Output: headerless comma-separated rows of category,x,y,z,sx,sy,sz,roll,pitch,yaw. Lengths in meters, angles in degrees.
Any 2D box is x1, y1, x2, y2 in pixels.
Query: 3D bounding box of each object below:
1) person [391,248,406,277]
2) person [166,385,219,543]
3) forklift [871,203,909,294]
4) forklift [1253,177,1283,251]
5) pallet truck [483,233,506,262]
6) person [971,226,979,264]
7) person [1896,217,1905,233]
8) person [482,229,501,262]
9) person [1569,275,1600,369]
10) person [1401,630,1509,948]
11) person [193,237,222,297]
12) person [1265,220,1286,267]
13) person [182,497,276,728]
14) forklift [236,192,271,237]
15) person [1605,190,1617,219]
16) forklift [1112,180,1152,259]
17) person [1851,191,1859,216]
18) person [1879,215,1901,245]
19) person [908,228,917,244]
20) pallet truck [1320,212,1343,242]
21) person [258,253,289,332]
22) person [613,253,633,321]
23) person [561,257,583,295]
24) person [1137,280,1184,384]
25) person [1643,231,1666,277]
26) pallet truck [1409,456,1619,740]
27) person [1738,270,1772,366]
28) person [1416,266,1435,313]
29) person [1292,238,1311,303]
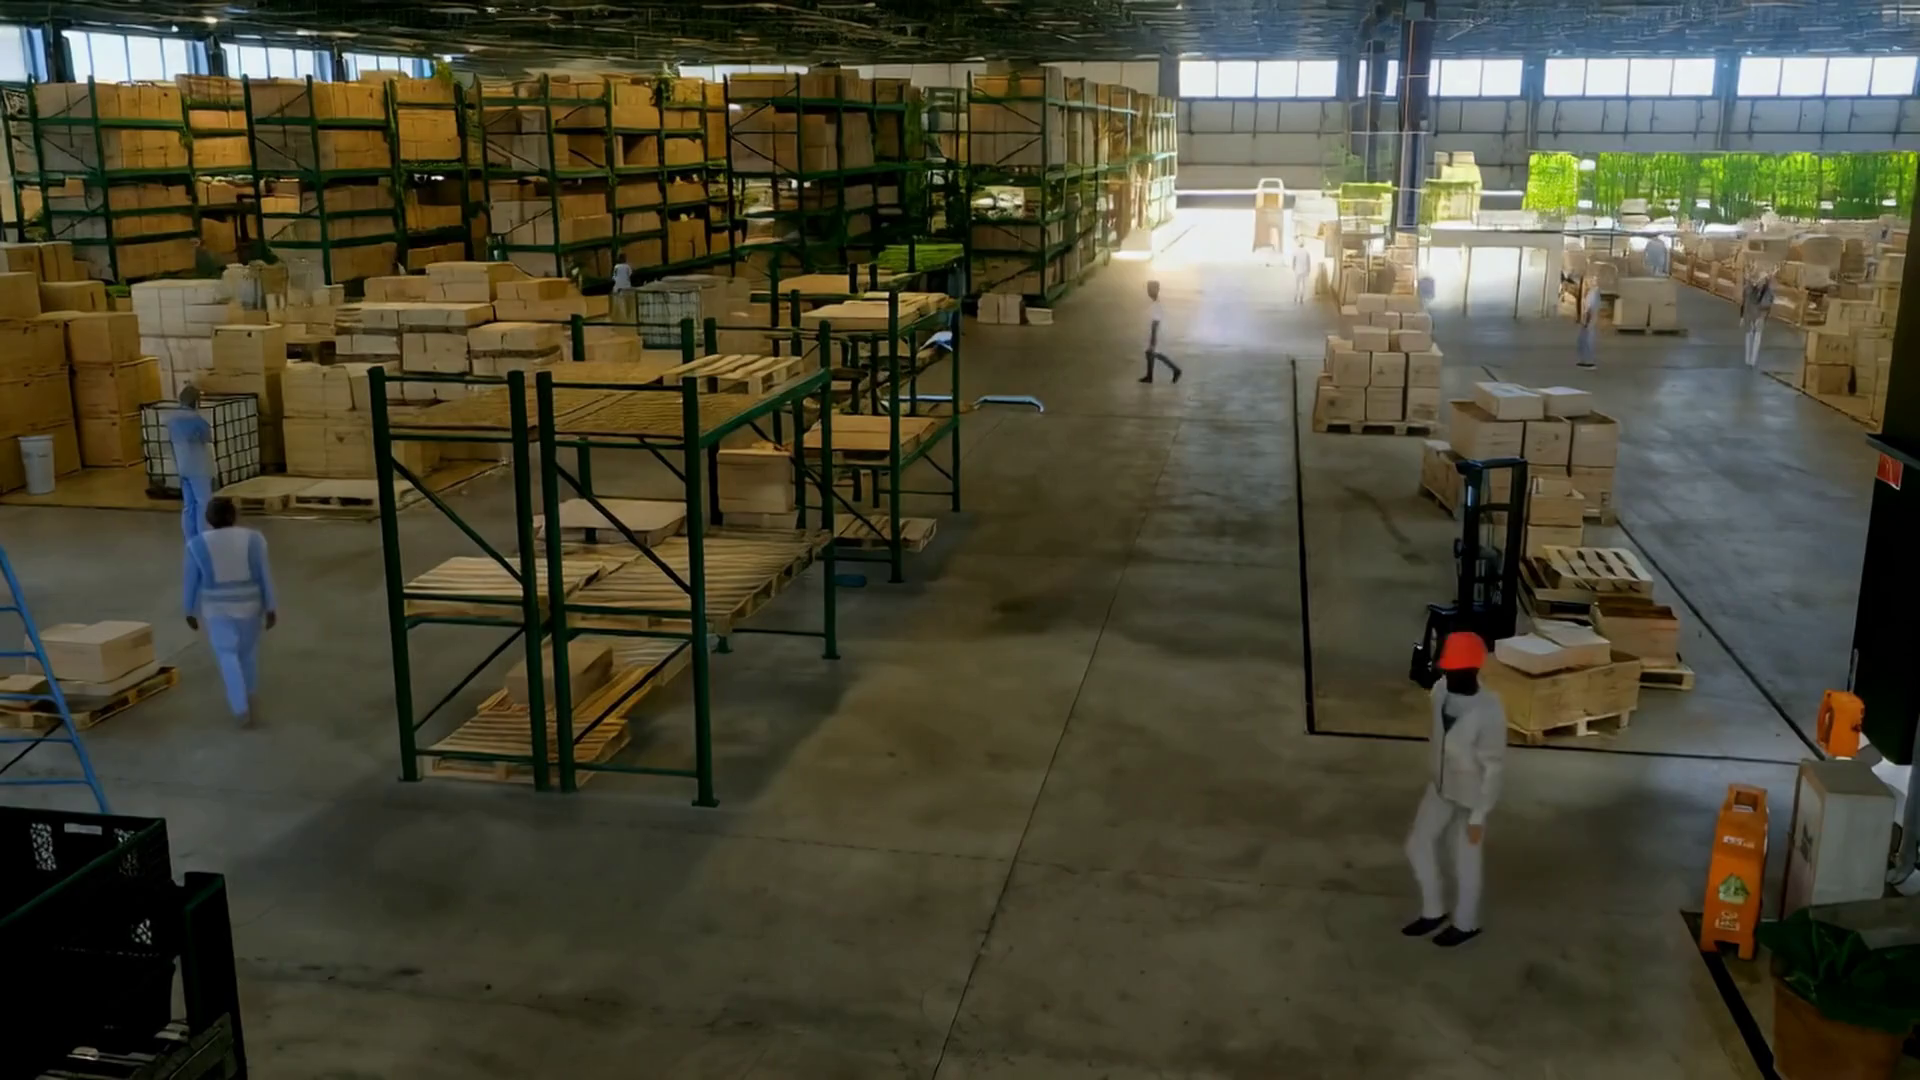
person,-13.223,-6.015,39.671,0.937,1.876,0.625,0,14,-1
person,-8.268,-0.709,18.021,0.635,1.937,0.361,8,16,29
forklift,-1.755,-7.080,41.949,1.129,2.768,1.873,3,14,10
forklift,12.083,-12.747,64.956,1.129,2.768,1.873,3,14,10
pallet truck,-11.832,-7.026,43.548,1.885,1.965,0.823,8,16,28
person,0.464,-10.487,57.506,0.391,2.040,0.615,-5,15,-20
person,29.843,-9.340,53.117,0.471,1.925,0.591,12,18,40
person,-14.202,-8.643,50.427,0.633,1.845,0.429,-11,18,-38
person,12.300,-4.293,32.748,0.670,1.848,0.565,5,15,19
person,2.774,1.424,9.415,0.570,1.904,0.628,-6,15,-24
person,-19.186,-6.730,42.423,0.902,1.970,0.623,1,14,4
person,10.899,-10.210,57.306,0.802,1.594,0.502,4,14,17
person,-5.832,0.536,13.268,0.652,1.789,0.947,-8,16,-31
forklift,-20.771,-8.872,49.224,1.129,2.768,1.873,-4,14,-14
person,31.996,-16.336,81.727,0.614,1.810,0.604,3,14,14
forklift,6.082,-11.722,60.796,1.873,2.768,1.129,2,14,9
person,42.543,-15.719,78.958,1.037,1.933,0.631,9,16,32
person,29.322,-9.252,52.568,0.617,2.013,0.656,-5,15,-18
person,-1.531,-8.685,50.899,0.534,1.698,0.318,13,19,41
pallet truck,15.874,-13.227,70.310,0.680,1.201,1.601,10,17,35
person,-15.436,-5.492,37.461,0.630,1.931,0.366,-11,17,-37
person,-8.356,-6.251,41.075,0.576,1.667,0.552,-9,17,-34
person,-9.387,-6.031,40.263,0.527,1.631,0.321,0,14,1
person,3.705,-3.802,30.584,0.782,1.940,0.611,0,14,1
person,19.931,-7.951,47.723,0.602,1.798,0.877,3,14,13
pallet truck,4.504,0.400,13.395,0.823,1.965,1.885,-6,15,-23
person,15.976,-4.476,33.433,0.546,1.896,0.992,8,16,28
person,10.557,-5.406,37.748,0.488,1.622,0.532,-3,14,-12
person,9.322,-7.359,45.419,0.520,1.742,0.551,2,14,8
